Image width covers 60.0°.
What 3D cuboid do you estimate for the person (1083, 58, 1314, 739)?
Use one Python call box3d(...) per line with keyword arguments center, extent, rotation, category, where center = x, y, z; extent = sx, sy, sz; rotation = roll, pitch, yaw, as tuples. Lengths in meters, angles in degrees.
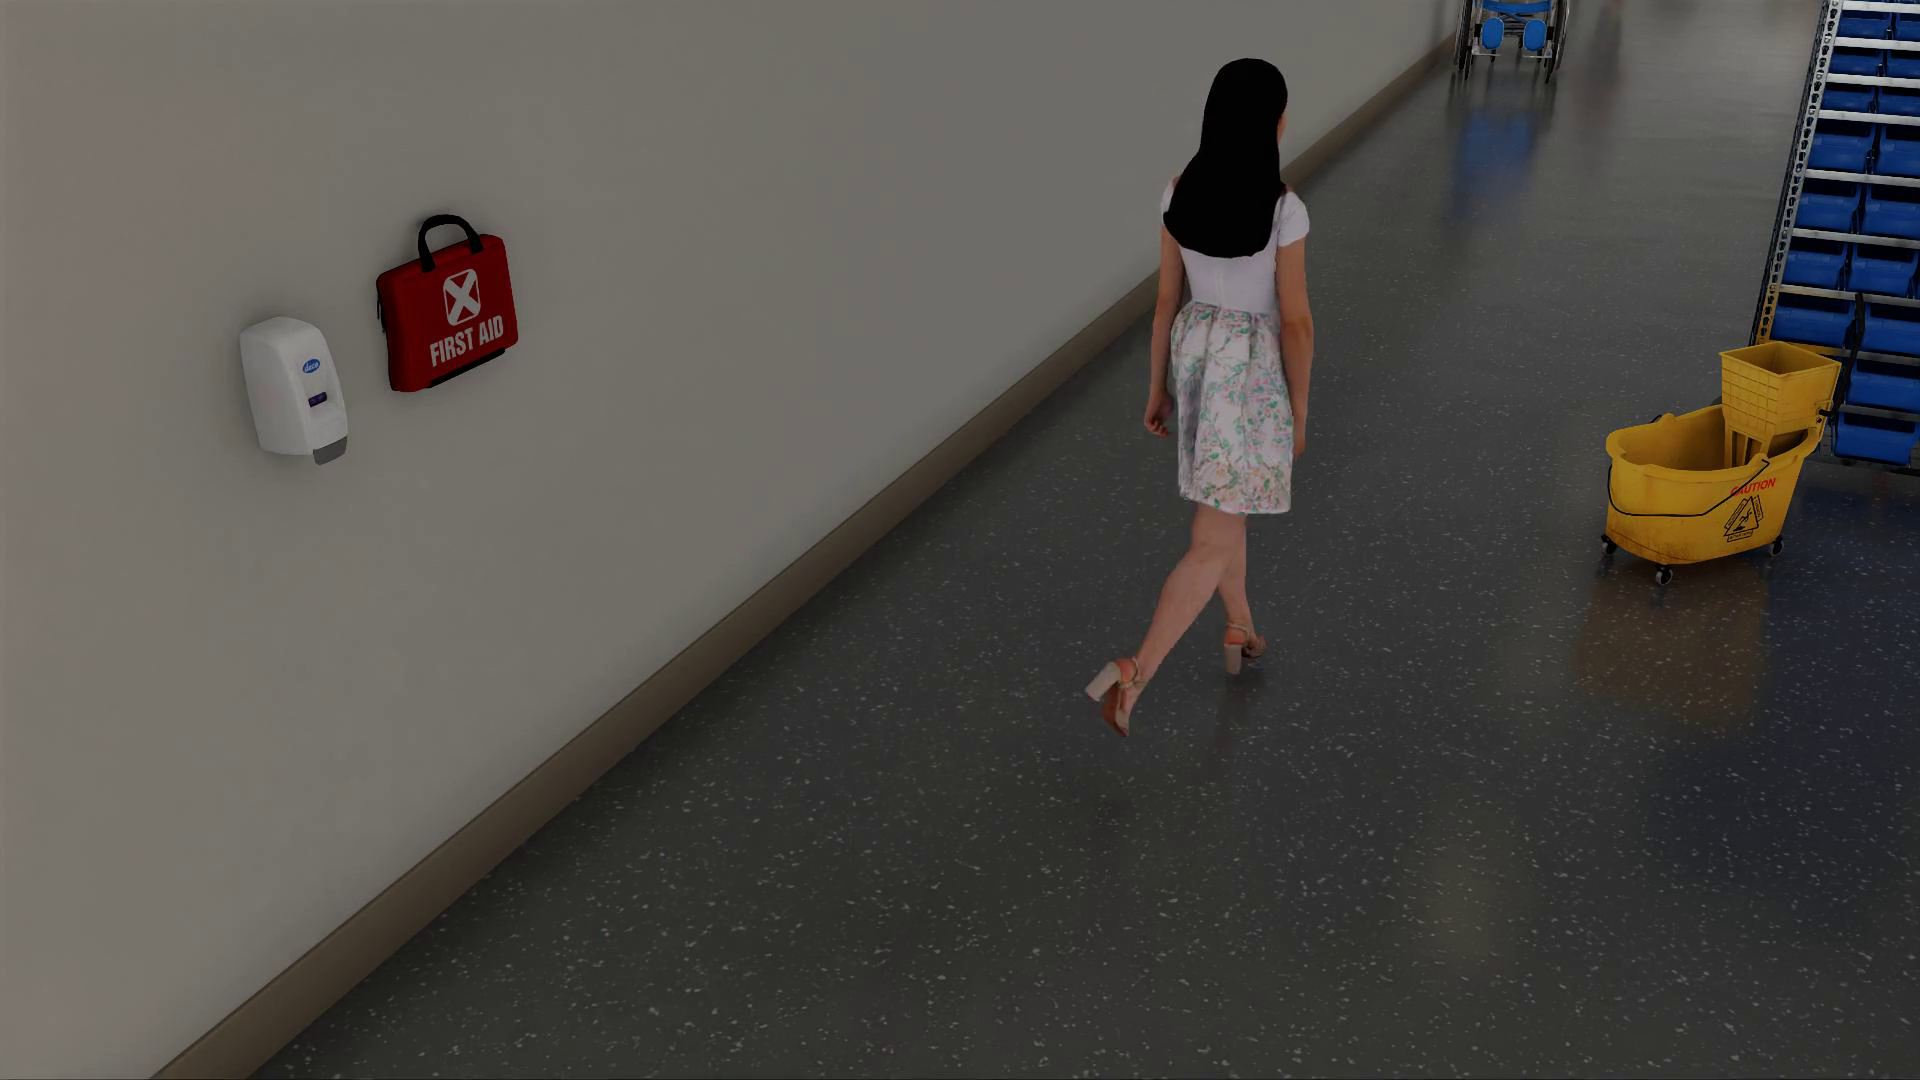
box3d(center=(0.634, -0.288, 4.252), extent=(1.145, 1.741, 0.842), rotation=(19, 32, 34), category="person")
